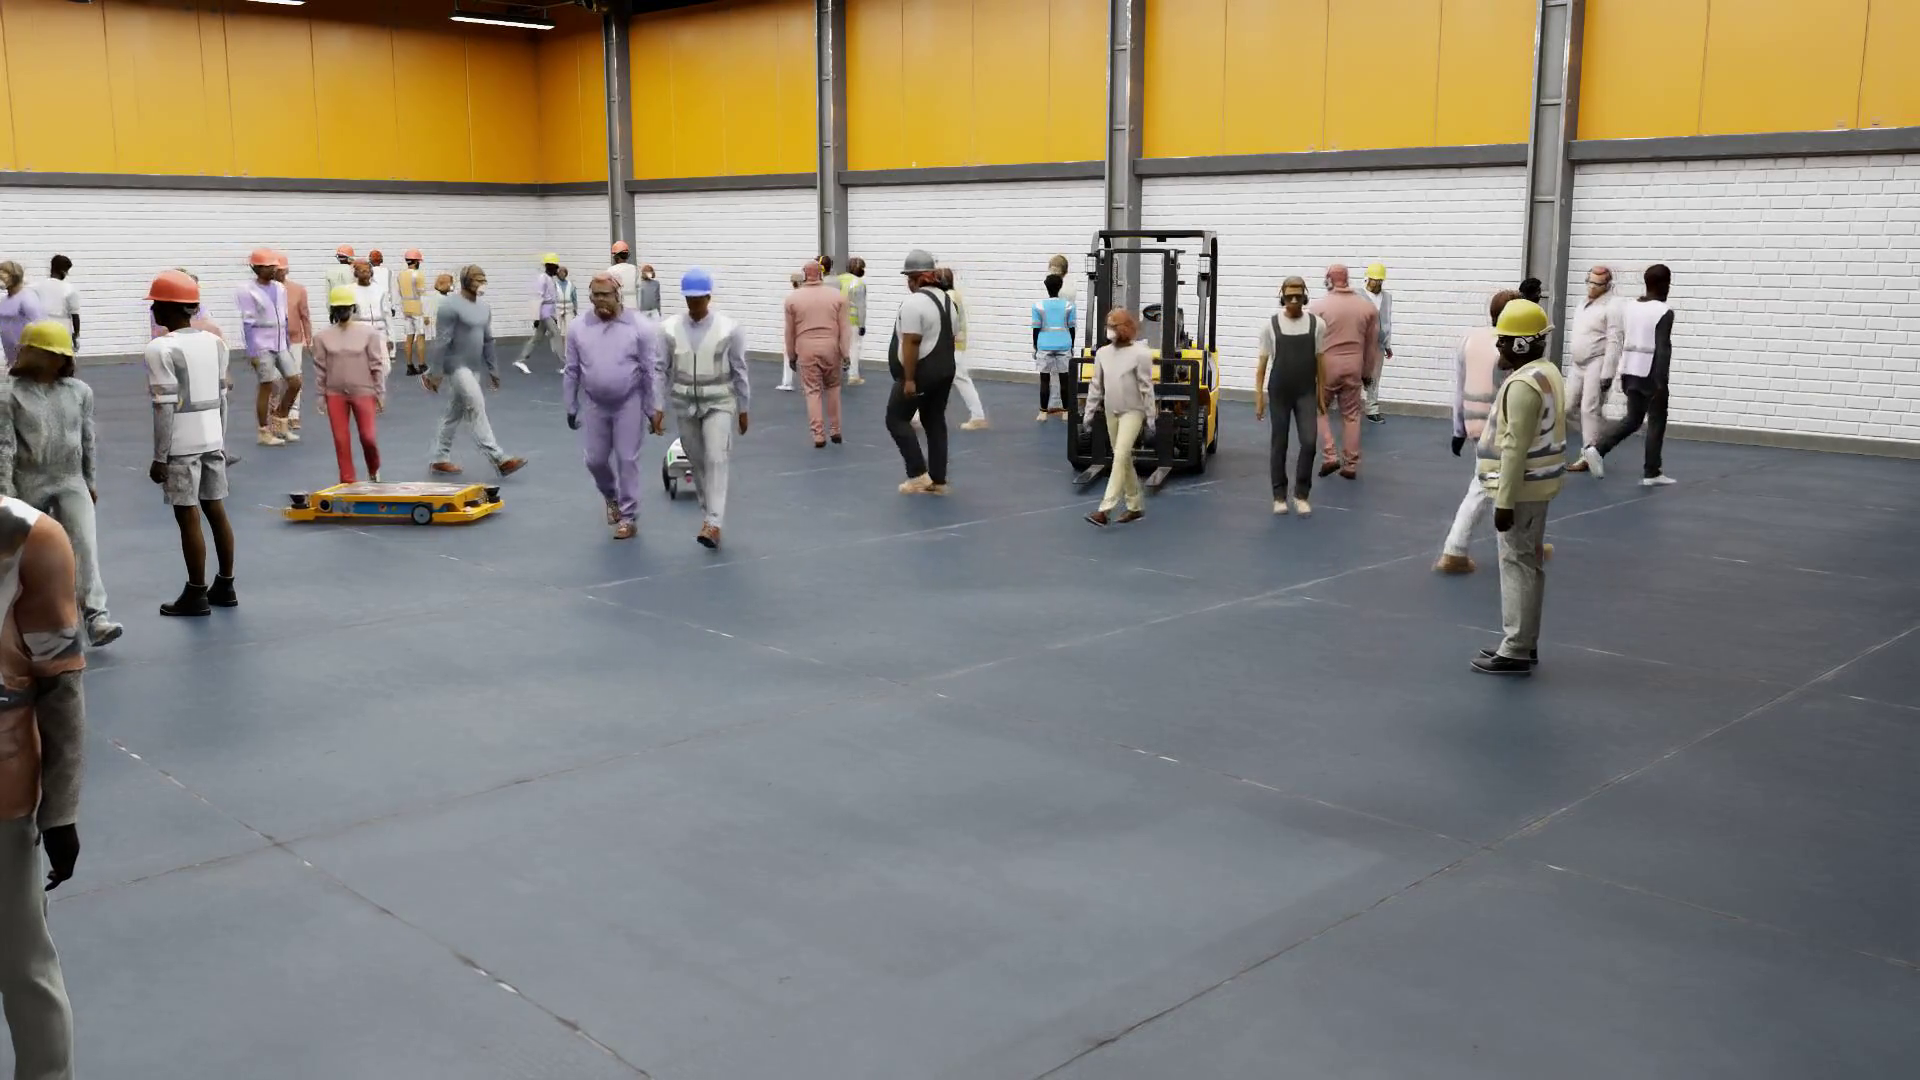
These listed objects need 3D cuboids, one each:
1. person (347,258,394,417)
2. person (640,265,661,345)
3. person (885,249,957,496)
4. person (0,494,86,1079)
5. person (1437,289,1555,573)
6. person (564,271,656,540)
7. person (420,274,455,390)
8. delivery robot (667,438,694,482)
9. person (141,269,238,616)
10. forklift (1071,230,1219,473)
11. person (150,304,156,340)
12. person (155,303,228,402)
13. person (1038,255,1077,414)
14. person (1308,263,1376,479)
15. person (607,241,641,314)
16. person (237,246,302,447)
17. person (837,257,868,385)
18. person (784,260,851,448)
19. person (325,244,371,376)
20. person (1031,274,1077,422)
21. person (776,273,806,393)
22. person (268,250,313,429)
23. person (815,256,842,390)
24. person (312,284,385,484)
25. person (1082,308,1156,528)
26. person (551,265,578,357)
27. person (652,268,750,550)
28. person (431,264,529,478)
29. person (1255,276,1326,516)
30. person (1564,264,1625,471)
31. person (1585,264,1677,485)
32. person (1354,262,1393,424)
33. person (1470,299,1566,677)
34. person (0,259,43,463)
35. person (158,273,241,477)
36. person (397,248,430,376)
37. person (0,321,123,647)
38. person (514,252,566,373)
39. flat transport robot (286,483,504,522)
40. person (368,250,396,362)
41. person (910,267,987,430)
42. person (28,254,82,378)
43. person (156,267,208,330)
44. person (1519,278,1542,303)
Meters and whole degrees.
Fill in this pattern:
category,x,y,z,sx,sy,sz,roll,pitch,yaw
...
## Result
category,x,y,z,sx,sy,sz,roll,pitch,yaw
person,-6.948,-2.374,19.545,0.608,1.867,0.422,-8,13,-39
person,-5.385,-3.980,29.016,0.533,1.600,0.766,-8,13,-38
person,-0.315,-1.362,13.571,0.537,2.000,0.709,6,12,31
person,-2.154,0.535,3.526,0.587,1.930,0.356,-1,10,-6
person,3.439,-0.687,10.569,0.984,1.794,0.642,-4,11,-22
person,-2.462,-0.963,11.829,0.689,1.885,0.549,1,10,3
person,-6.959,-2.770,22.382,0.528,1.619,0.510,1,10,7
delivery robot,-2.225,-0.700,13.760,0.477,0.478,0.707,-1,10,-5
person,-4.344,-0.540,9.358,0.350,1.942,0.545,3,11,15
forklift,1.804,-1.825,15.677,1.214,2.155,2.313,2,11,13
person,-9.014,-2.176,19.109,0.315,1.638,0.515,10,14,42
person,-6.467,-1.281,14.051,0.538,1.712,0.873,-9,14,-42
person,1.178,-2.401,19.649,0.383,1.912,0.701,-3,11,-18
person,3.302,-1.474,14.587,0.713,1.884,0.430,-3,11,-17
person,-5.112,-3.501,25.228,0.396,2.042,0.610,9,14,40
person,-6.926,-1.939,16.766,0.548,2.021,0.633,4,11,22
person,-1.569,-3.092,23.615,0.529,1.821,0.647,-9,14,-40
person,-1.449,-1.894,16.921,0.658,1.872,0.788,-1,10,-5
person,-9.198,-3.437,25.010,0.622,1.992,0.396,1,10,5
person,1.072,-2.186,19.005,0.533,1.697,0.318,-1,10,-6
person,-2.219,-2.786,22.476,0.695,1.613,0.547,7,12,33
person,-7.469,-2.204,18.347,0.610,1.971,0.512,-6,12,-30
person,-1.891,-2.979,22.912,0.621,1.844,0.519,9,14,42
person,-4.865,-1.163,13.281,0.534,1.757,0.491,-2,11,-12
person,1.110,-0.876,12.118,0.794,1.598,0.520,-10,14,-42
person,-6.900,-3.944,28.788,0.536,1.616,0.528,-6,12,-28
person,-1.793,-0.889,11.360,0.637,1.898,0.972,1,10,8
person,-4.269,-1.472,14.617,1.050,1.874,0.644,3,11,15
person,2.509,-1.074,12.586,0.547,1.821,0.625,0,10,2
person,5.679,-1.541,14.990,0.437,1.877,0.672,-2,11,-10
person,5.785,-1.396,14.164,0.741,1.898,0.597,-3,11,-14
person,4.645,-2.220,18.837,0.586,1.827,0.403,-4,11,-19
person,2.721,-0.251,8.103,0.403,1.826,0.592,6,12,29
person,-8.773,-1.686,15.702,0.636,1.911,0.869,7,13,34
person,-6.824,-1.461,14.775,0.565,1.797,0.978,5,12,26
person,-8.271,-3.457,25.274,0.542,1.939,0.356,6,12,28
person,-4.660,-0.269,8.554,0.925,1.677,0.518,10,15,44
person,-6.454,-3.499,25.698,1.013,1.876,0.594,0,10,-1
flat transport robot,-4.259,-0.295,12.581,1.431,0.197,0.652,1,10,5
person,-9.709,-3.893,27.803,0.575,1.882,0.360,-10,14,-44
person,-0.162,-2.086,18.249,1.006,1.782,0.644,0,10,1
person,-10.982,-2.508,20.232,0.596,1.904,0.985,-4,11,-18
person,-7.496,-1.712,16.061,0.489,1.834,0.945,0,10,-2
person,5.941,-1.913,17.545,0.321,1.690,0.527,3,11,18
